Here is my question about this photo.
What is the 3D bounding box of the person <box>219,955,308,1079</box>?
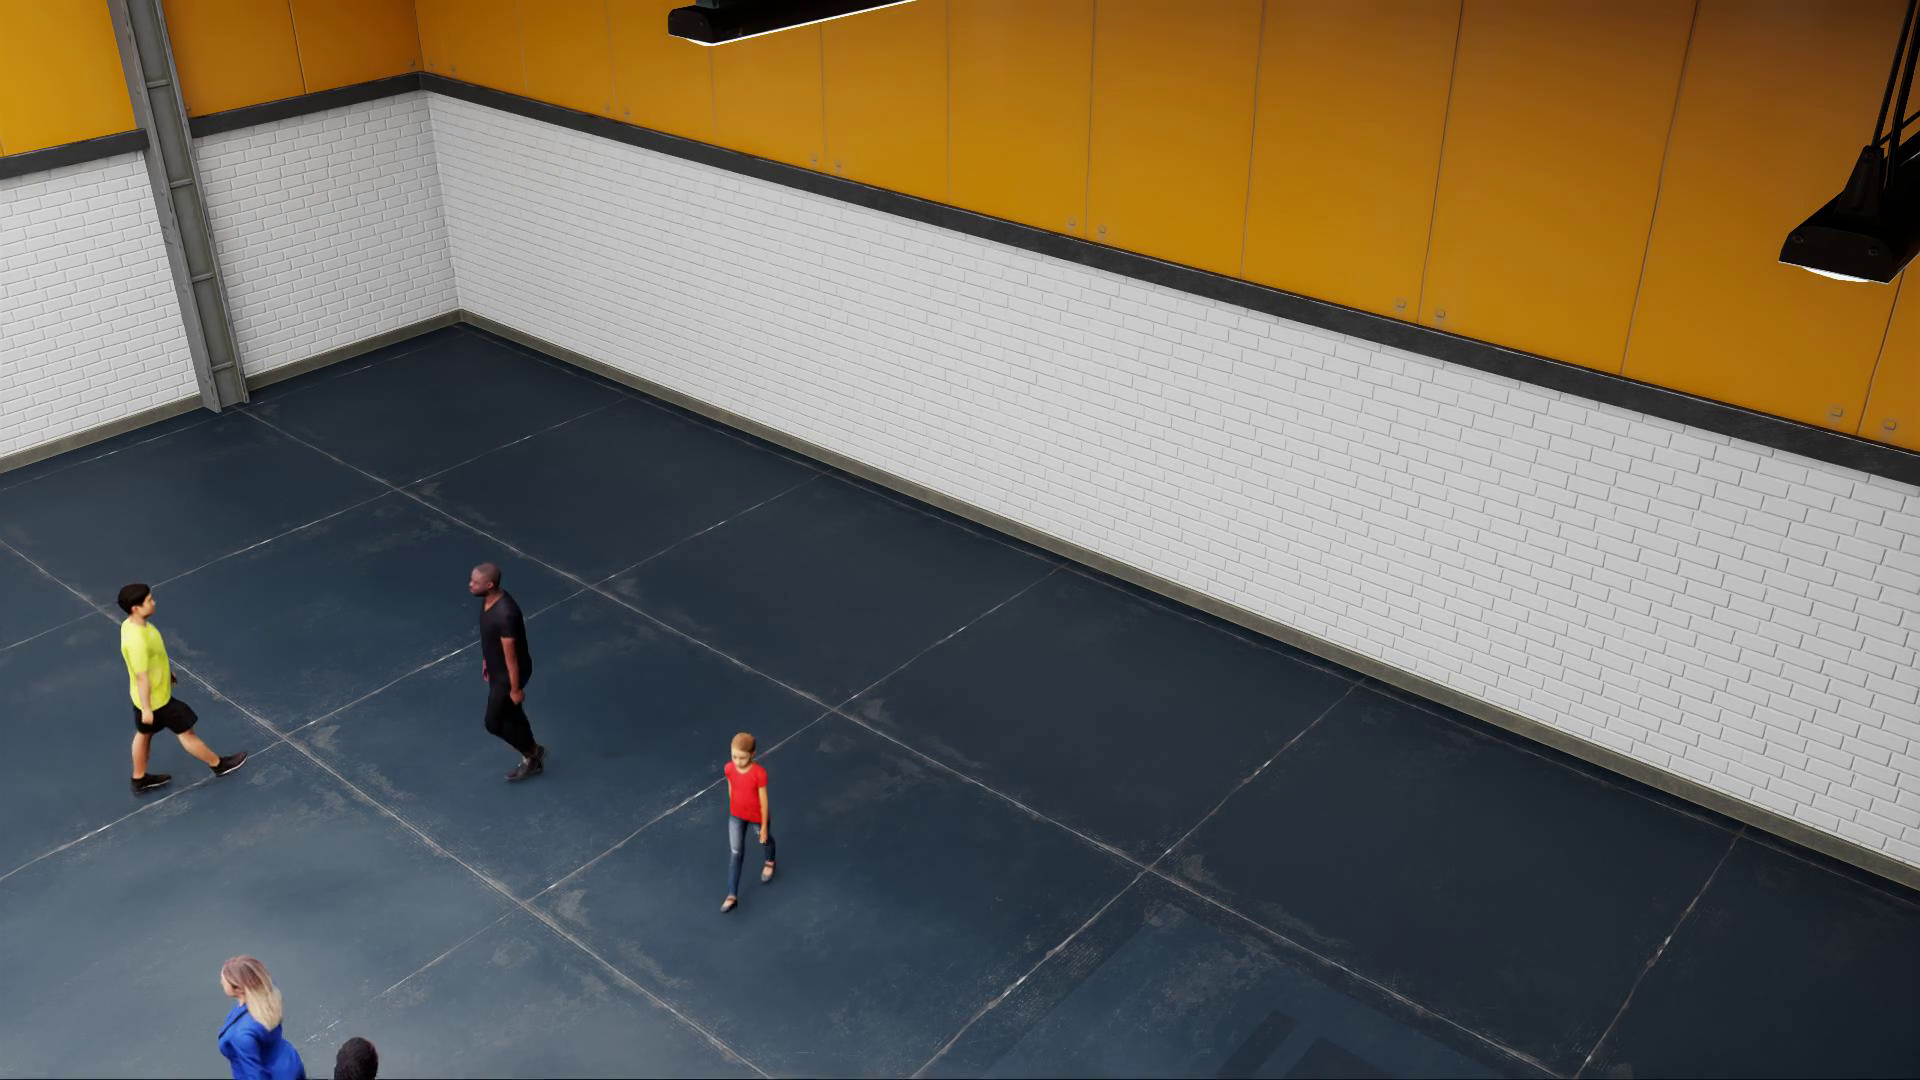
[{"bbox_3d":[-3.474,2.844,8.655,1.121,1.661,1.102,-1,29,-3],"label":"person"}]

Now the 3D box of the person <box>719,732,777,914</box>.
[{"bbox_3d":[-1.357,1.782,10.999,0.717,1.280,0.954,8,30,14],"label":"person"}]

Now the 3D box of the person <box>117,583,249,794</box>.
[{"bbox_3d":[-5.833,1.107,11.834,1.132,1.665,0.886,-16,33,-27],"label":"person"}]

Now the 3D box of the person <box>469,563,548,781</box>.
[{"bbox_3d":[-3.169,0.945,11.983,0.791,1.807,0.788,-15,32,-25],"label":"person"}]
